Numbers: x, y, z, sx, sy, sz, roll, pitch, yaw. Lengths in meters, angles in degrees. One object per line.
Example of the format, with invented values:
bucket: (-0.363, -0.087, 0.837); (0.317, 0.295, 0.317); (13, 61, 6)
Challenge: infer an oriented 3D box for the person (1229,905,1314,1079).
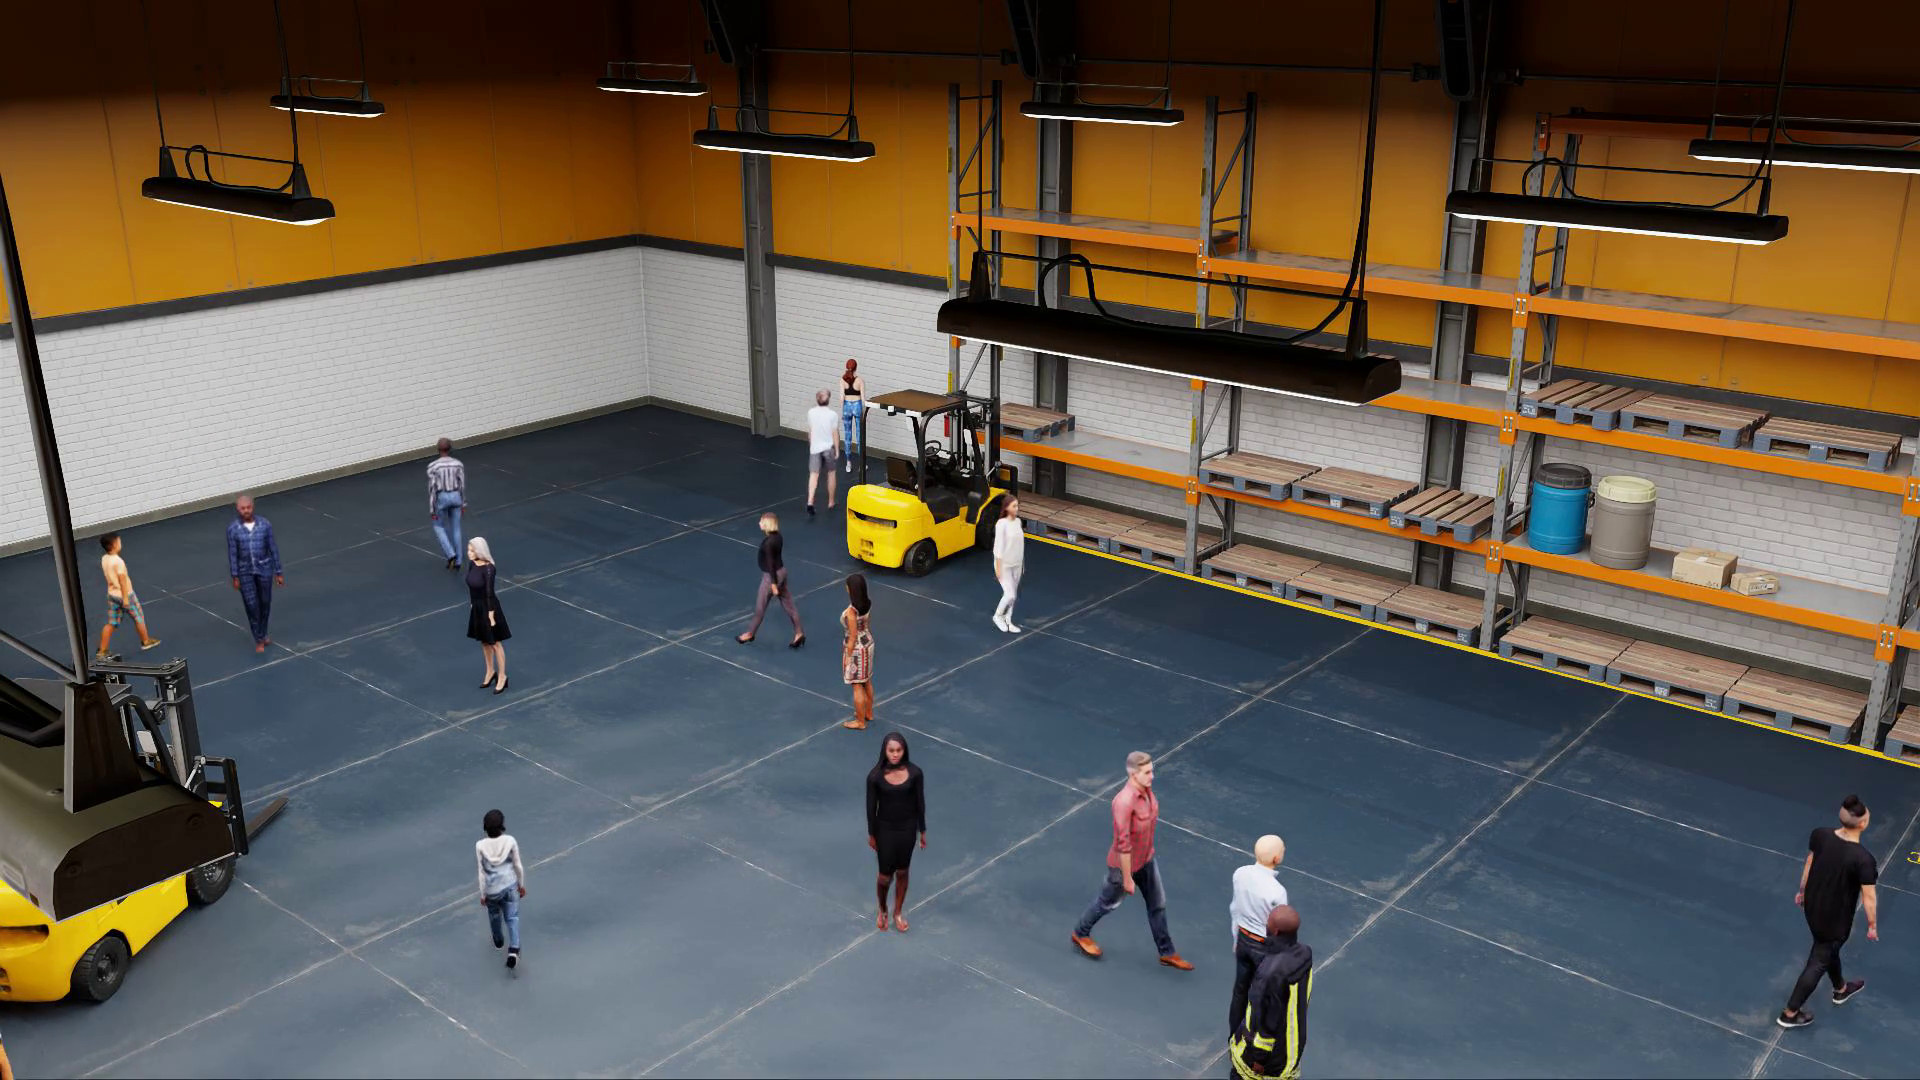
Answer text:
person: (2.085, 3.172, 10.600); (0.892, 1.810, 0.752); (14, 23, 35)

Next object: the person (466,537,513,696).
person: (-5.067, 0.794, 17.770); (0.489, 1.741, 0.669); (15, 24, 38)

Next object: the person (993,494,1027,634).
person: (0.509, 0.270, 19.416); (0.586, 1.684, 0.623); (14, 23, 36)

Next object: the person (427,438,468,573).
person: (-6.519, -0.413, 21.290); (0.746, 1.783, 0.768); (-12, 22, -31)

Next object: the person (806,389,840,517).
person: (-1.992, -1.242, 23.709); (1.138, 1.809, 1.060); (3, 19, 10)

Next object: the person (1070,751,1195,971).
person: (1.228, 2.456, 12.780); (1.287, 1.777, 0.846); (11, 22, 30)

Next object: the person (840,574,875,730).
person: (-1.036, 1.122, 16.949); (0.647, 1.645, 0.712); (7, 20, 20)

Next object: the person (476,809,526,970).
person: (-3.553, 2.706, 12.877); (0.748, 1.241, 0.911); (-7, 20, -20)

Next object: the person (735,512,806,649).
person: (-2.003, 0.496, 18.828); (1.130, 1.631, 0.924); (4, 19, 12)

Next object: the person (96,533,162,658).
person: (-9.500, 0.650, 18.674); (0.956, 1.438, 0.744); (9, 21, 26)

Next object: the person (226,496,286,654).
person: (-8.089, 0.340, 19.031); (0.832, 1.797, 0.989); (-13, 22, -33)

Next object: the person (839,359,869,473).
person: (-1.655, -1.937, 25.812); (0.670, 1.784, 0.746); (2, 19, 6)

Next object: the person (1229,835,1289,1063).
person: (2.084, 2.861, 11.557); (0.740, 1.790, 0.558); (-15, 24, -37)

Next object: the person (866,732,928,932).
person: (-0.528, 2.309, 13.321); (0.723, 1.710, 0.756); (-6, 19, -17)

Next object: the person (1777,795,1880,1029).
person: (6.220, 2.693, 11.998); (1.131, 1.825, 1.165); (-6, 19, -17)
